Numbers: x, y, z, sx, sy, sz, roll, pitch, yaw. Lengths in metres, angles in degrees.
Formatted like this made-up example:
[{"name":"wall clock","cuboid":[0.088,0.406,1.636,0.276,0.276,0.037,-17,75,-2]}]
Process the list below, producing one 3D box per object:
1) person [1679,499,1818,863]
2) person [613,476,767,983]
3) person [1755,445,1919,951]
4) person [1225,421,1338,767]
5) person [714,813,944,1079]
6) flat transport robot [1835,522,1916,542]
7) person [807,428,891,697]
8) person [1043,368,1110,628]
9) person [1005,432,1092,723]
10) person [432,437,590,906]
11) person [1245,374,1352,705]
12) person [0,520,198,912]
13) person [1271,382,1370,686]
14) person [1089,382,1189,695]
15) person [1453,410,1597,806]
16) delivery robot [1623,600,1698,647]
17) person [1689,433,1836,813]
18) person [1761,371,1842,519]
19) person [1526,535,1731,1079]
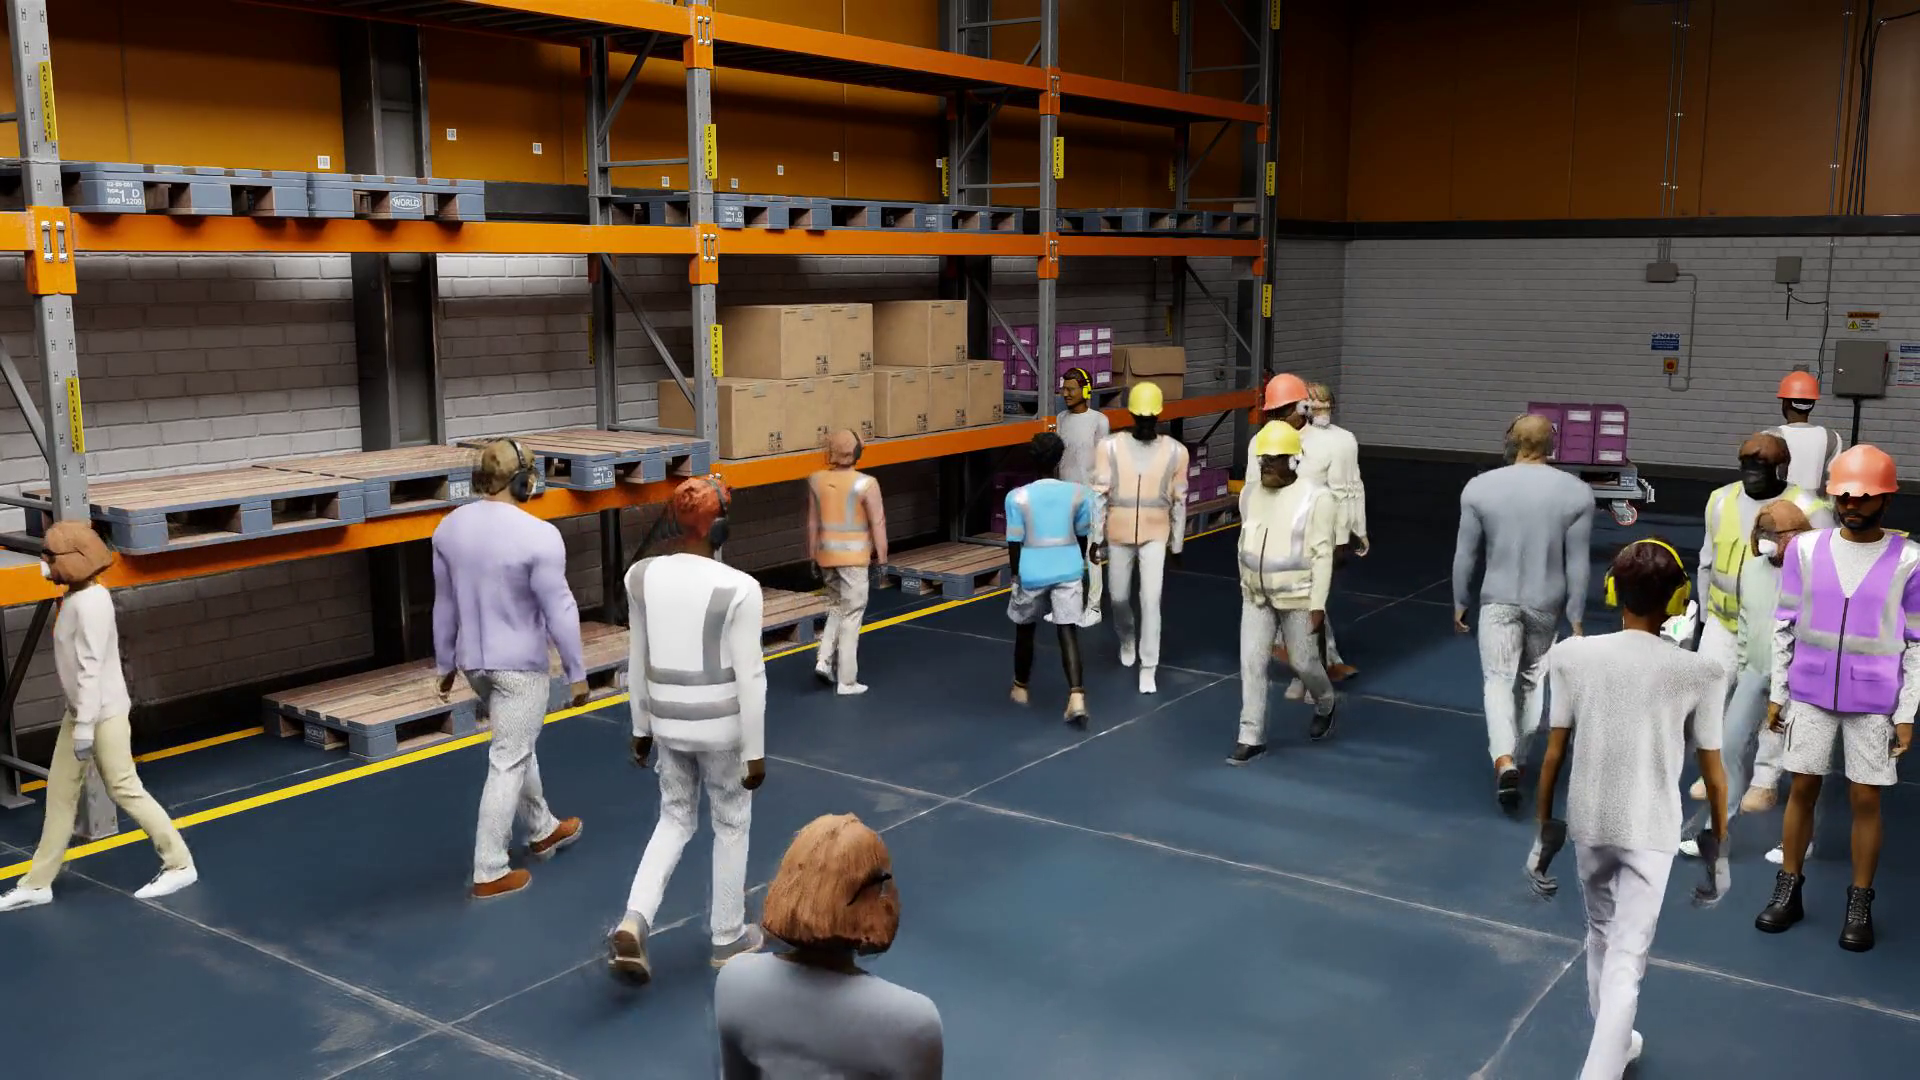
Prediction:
[{"name":"person","cuboid":[3.450,0.627,7.167,0.706,1.603,0.521,-3,10,-20]},{"name":"person","cuboid":[-0.972,0.701,5.992,0.587,1.863,0.691,4,10,24]},{"name":"person","cuboid":[3.392,0.598,6.384,0.544,1.939,0.354,8,12,38]},{"name":"person","cuboid":[1.737,0.259,8.792,0.588,1.808,0.806,8,13,40]},{"name":"person","cuboid":[-0.263,1.315,3.085,0.504,1.618,0.461,5,11,28]},{"name":"flat transport robot","cuboid":[7.874,0.040,14.659,0.652,0.197,1.431,9,13,43]},{"name":"person","cuboid":[-0.677,0.138,10.054,0.530,1.626,0.386,7,12,35]},{"name":"person","cuboid":[0.852,-0.307,11.981,0.310,1.868,0.532,-9,13,-44]},{"name":"person","cuboid":[0.519,0.208,9.547,0.530,1.664,0.812,-2,10,-9]},{"name":"person","cuboid":[-1.813,0.513,7.007,0.657,1.898,0.913,5,11,28]},{"name":"person","cuboid":[1.973,-0.003,9.878,0.611,1.961,0.595,7,12,35]},{"name":"person","cuboid":[-3.557,0.709,6.752,0.777,1.593,0.518,-7,12,-35]},{"name":"person","cuboid":[2.226,-0.055,10.464,0.640,1.873,1.069,-4,10,-23]},{"name":"person","cuboid":[1.118,-0.050,10.371,0.599,1.894,0.824,2,10,10]},{"name":"person","cuboid":[2.740,0.331,8.101,0.656,1.908,0.921,2,10,13]},{"name":"delivery robot","cuboid":[4.488,0.525,10.649,0.477,0.478,0.707,6,11,33]},{"name":"person","cuboid":[3.779,0.400,7.904,0.476,1.824,0.649,-8,12,-38]},{"name":"person","cuboid":[5.231,-0.096,10.516,0.553,1.935,0.363,0,10,-2]},{"name":"person","cuboid":[2.003,0.897,4.991,0.543,1.818,0.986,7,12,36]}]
